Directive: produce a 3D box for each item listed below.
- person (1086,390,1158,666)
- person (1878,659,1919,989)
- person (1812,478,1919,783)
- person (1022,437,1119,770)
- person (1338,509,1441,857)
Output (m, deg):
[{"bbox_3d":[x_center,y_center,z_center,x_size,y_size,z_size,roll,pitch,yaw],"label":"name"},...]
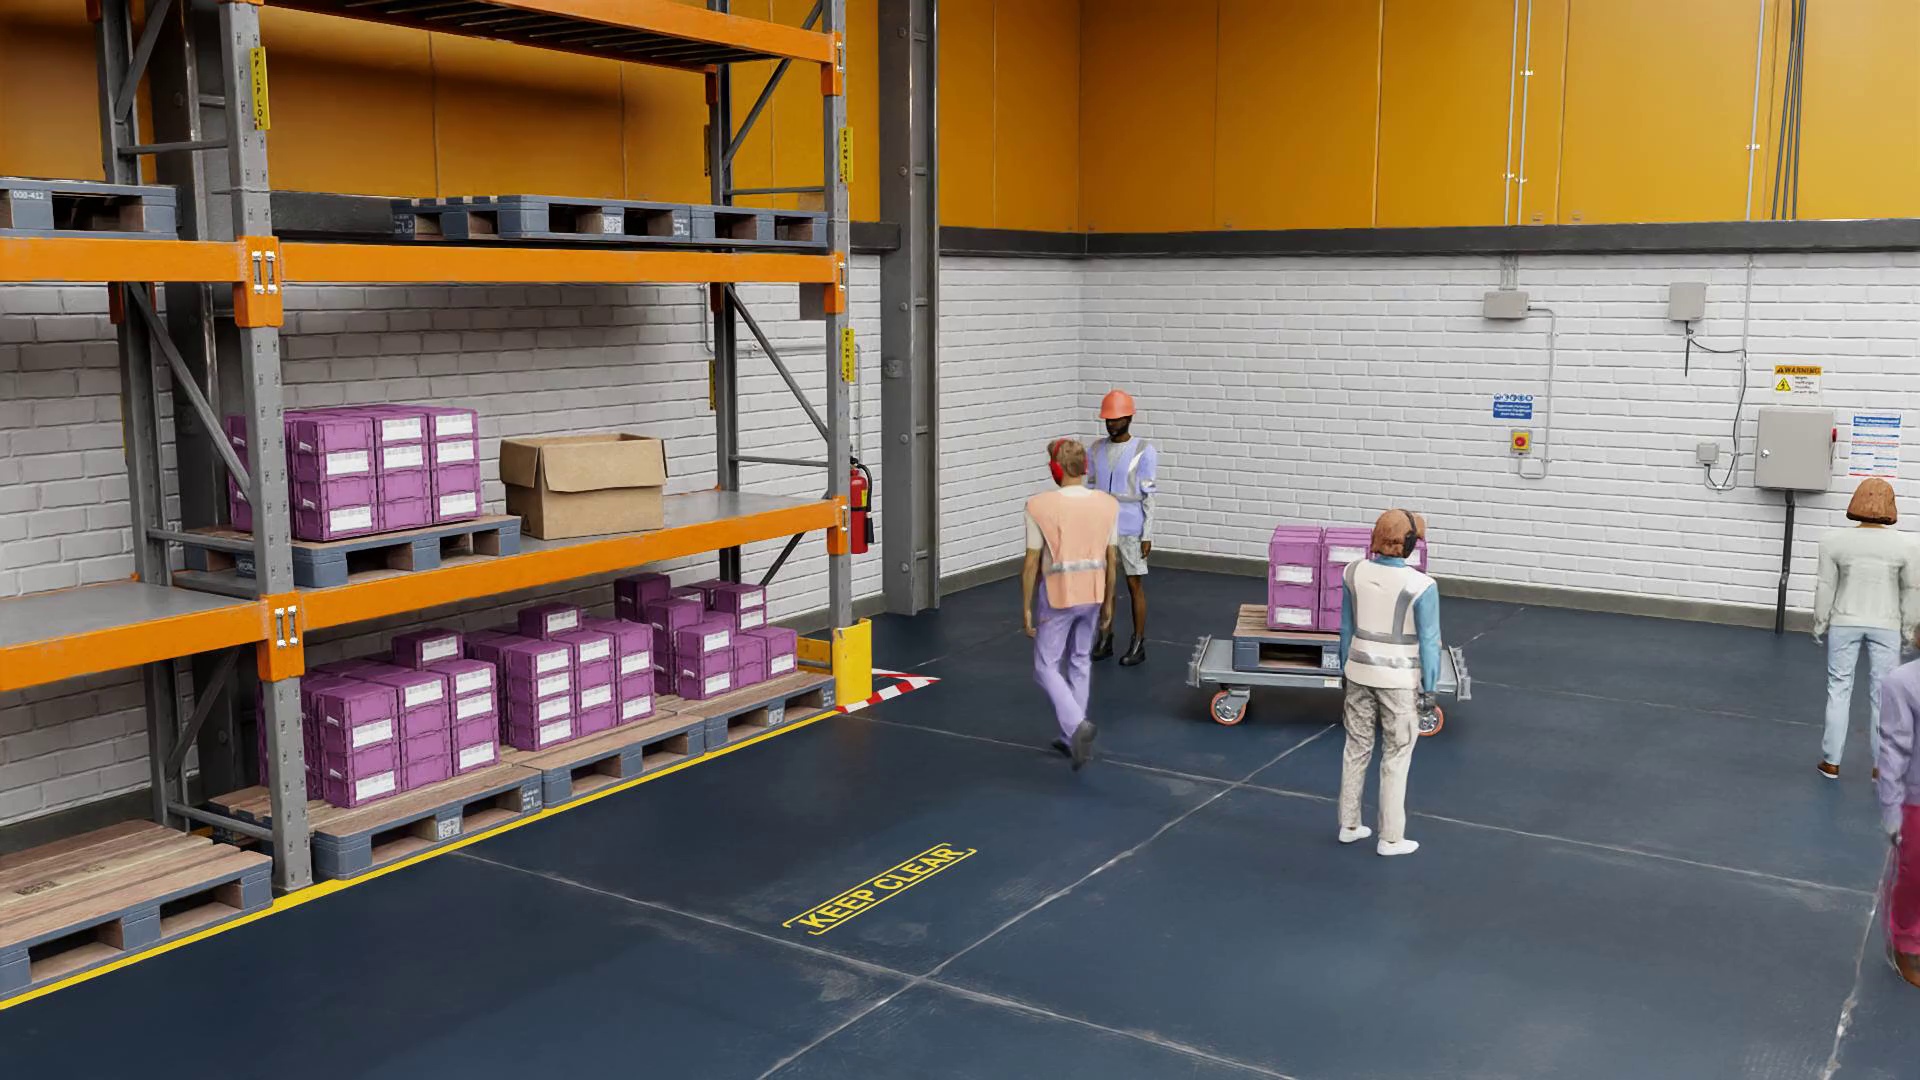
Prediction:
[{"bbox_3d":[1.105,-0.084,11.640,0.544,1.931,0.383,6,11,35],"label":"person"},{"bbox_3d":[3.597,0.959,5.993,0.562,1.568,0.887,3,9,18],"label":"person"},{"bbox_3d":[4.839,0.481,8.905,0.499,1.634,0.279,5,10,28],"label":"person"},{"bbox_3d":[0.619,0.350,9.131,0.580,1.830,0.655,-4,10,-23],"label":"person"},{"bbox_3d":[1.982,0.662,7.739,0.318,1.630,0.529,-8,12,-42],"label":"person"}]
